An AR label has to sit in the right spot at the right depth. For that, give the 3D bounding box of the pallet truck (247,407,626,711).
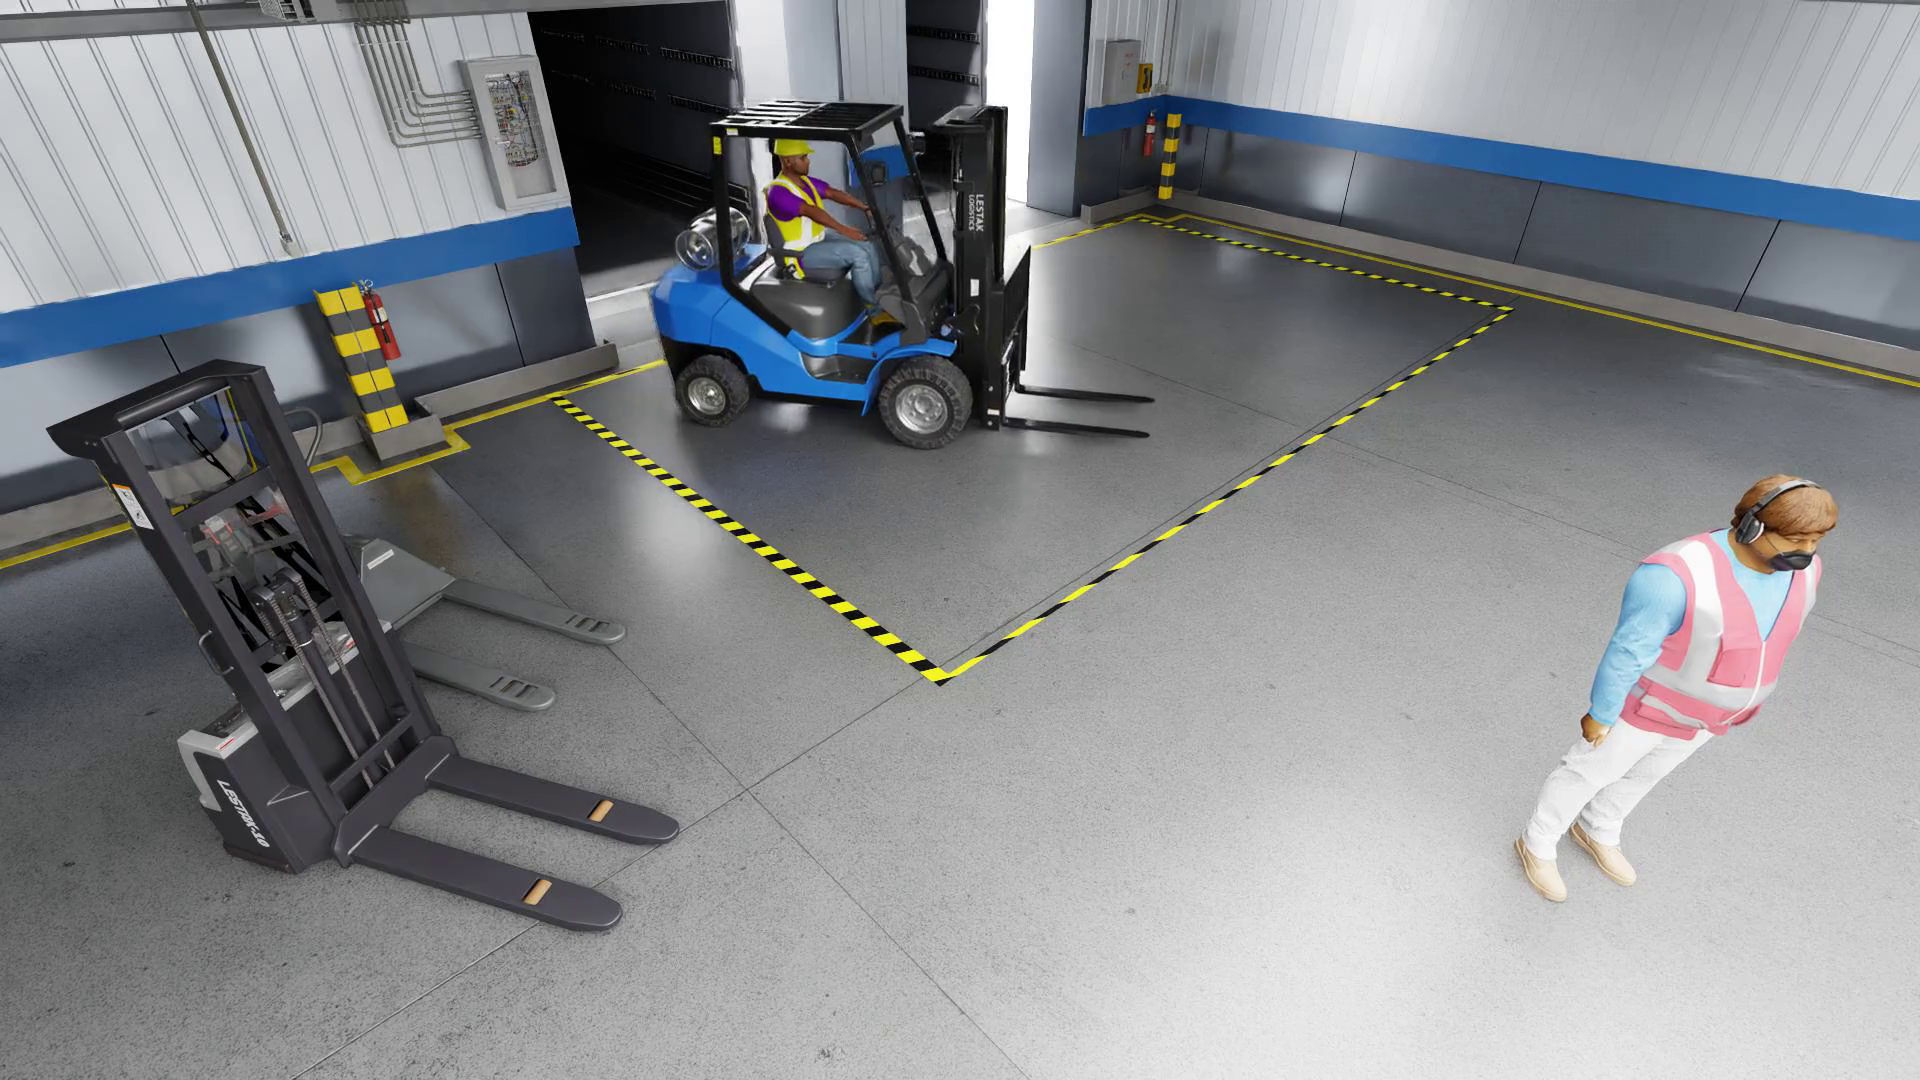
[{"bbox_3d":[-2.628,0.038,4.590,1.601,1.201,0.680,12,36,18],"label":"pallet truck"}]

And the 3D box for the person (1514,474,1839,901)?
[{"bbox_3d":[2.521,0.580,3.258,0.633,1.841,0.429,-6,35,-9],"label":"person"}]

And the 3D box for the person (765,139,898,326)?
[{"bbox_3d":[-0.845,-2.207,6.571,1.004,1.294,0.635,8,35,11],"label":"person"}]

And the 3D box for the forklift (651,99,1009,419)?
[{"bbox_3d":[-0.901,-2.065,6.694,2.680,2.036,1.157,8,35,11],"label":"forklift"}]

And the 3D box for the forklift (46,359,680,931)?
[{"bbox_3d":[-2.135,0.422,3.354,1.885,1.965,0.823,10,35,14],"label":"forklift"}]
